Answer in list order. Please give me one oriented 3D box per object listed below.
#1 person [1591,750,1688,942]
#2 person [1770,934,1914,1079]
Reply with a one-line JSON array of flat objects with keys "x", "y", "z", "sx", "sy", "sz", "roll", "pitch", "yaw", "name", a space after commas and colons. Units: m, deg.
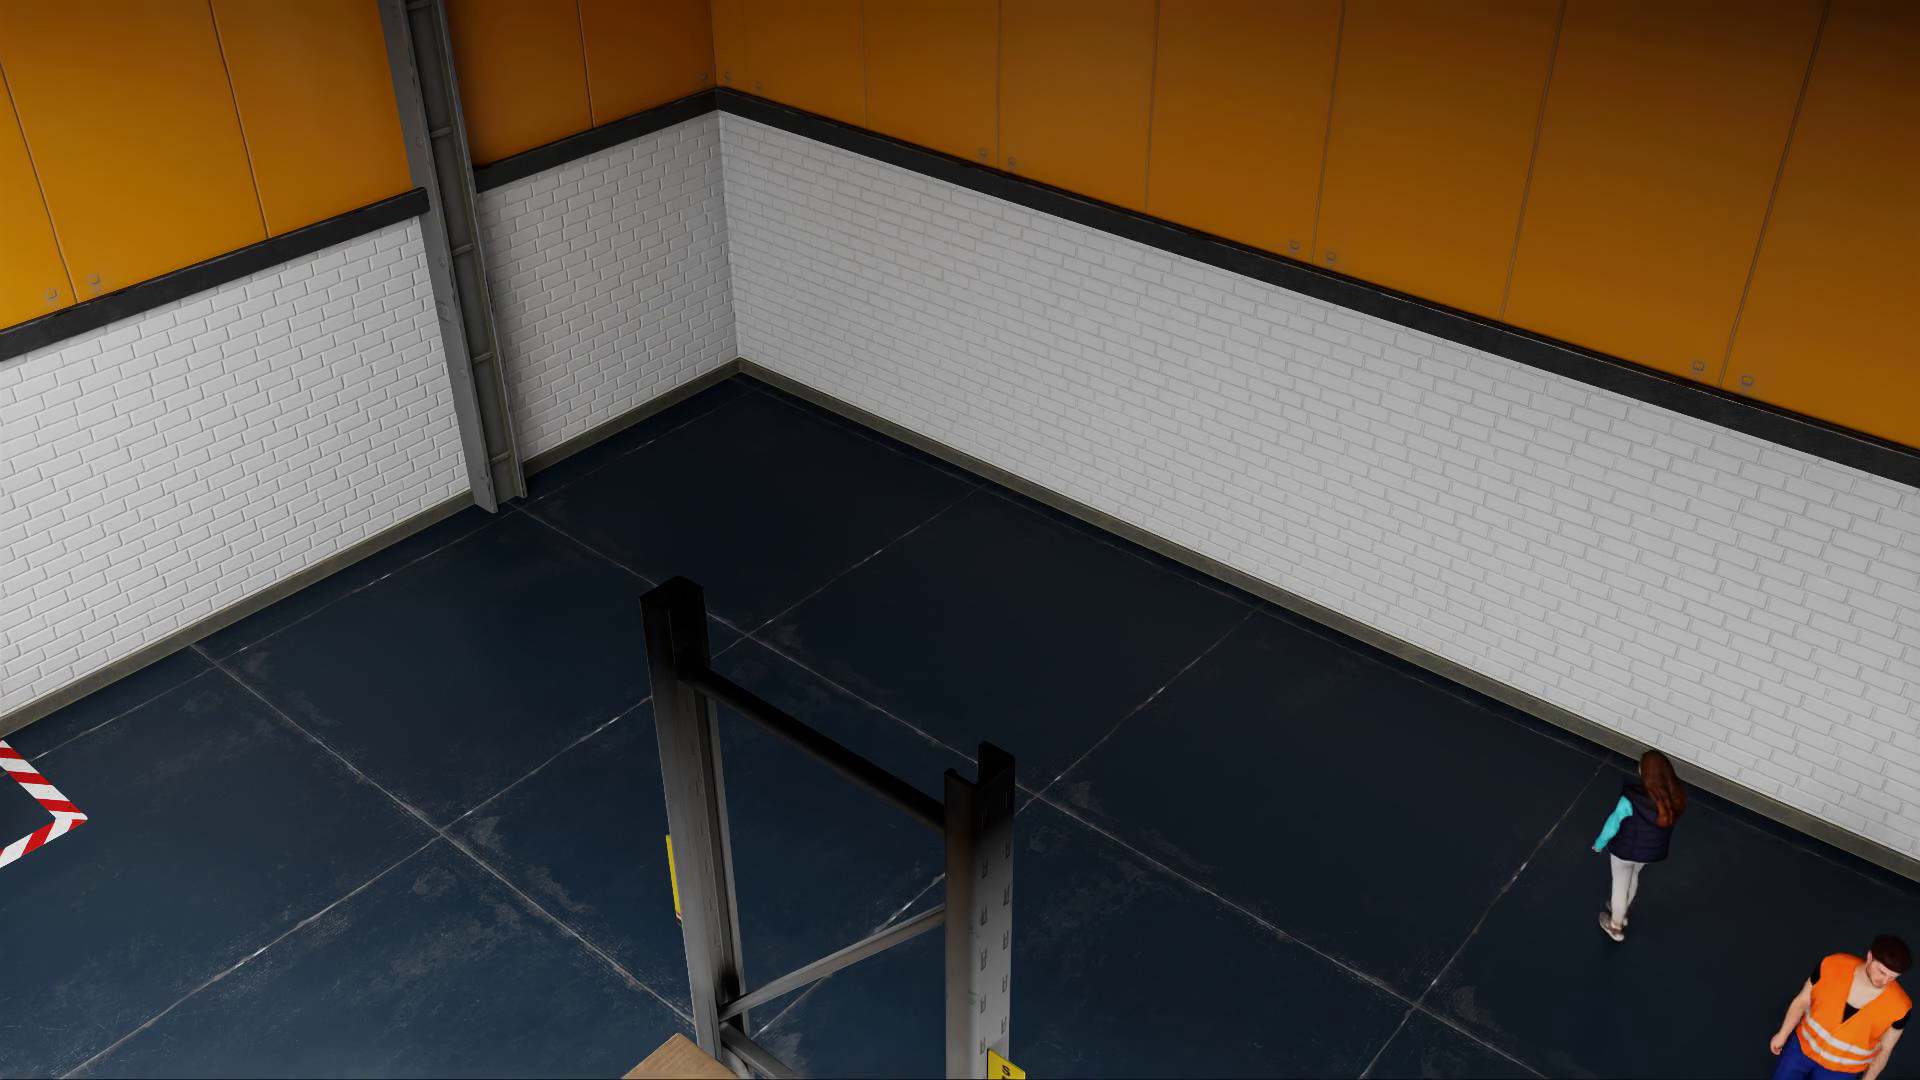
[{"x": 4.297, "y": 1.965, "z": 10.485, "sx": 0.729, "sy": 1.496, "sz": 0.793, "roll": -6, "pitch": 34, "yaw": -10, "name": "person"}, {"x": 4.741, "y": 2.725, "z": 9.012, "sx": 0.950, "sy": 1.862, "sz": 0.767, "roll": -26, "pitch": 41, "yaw": -33, "name": "person"}]
